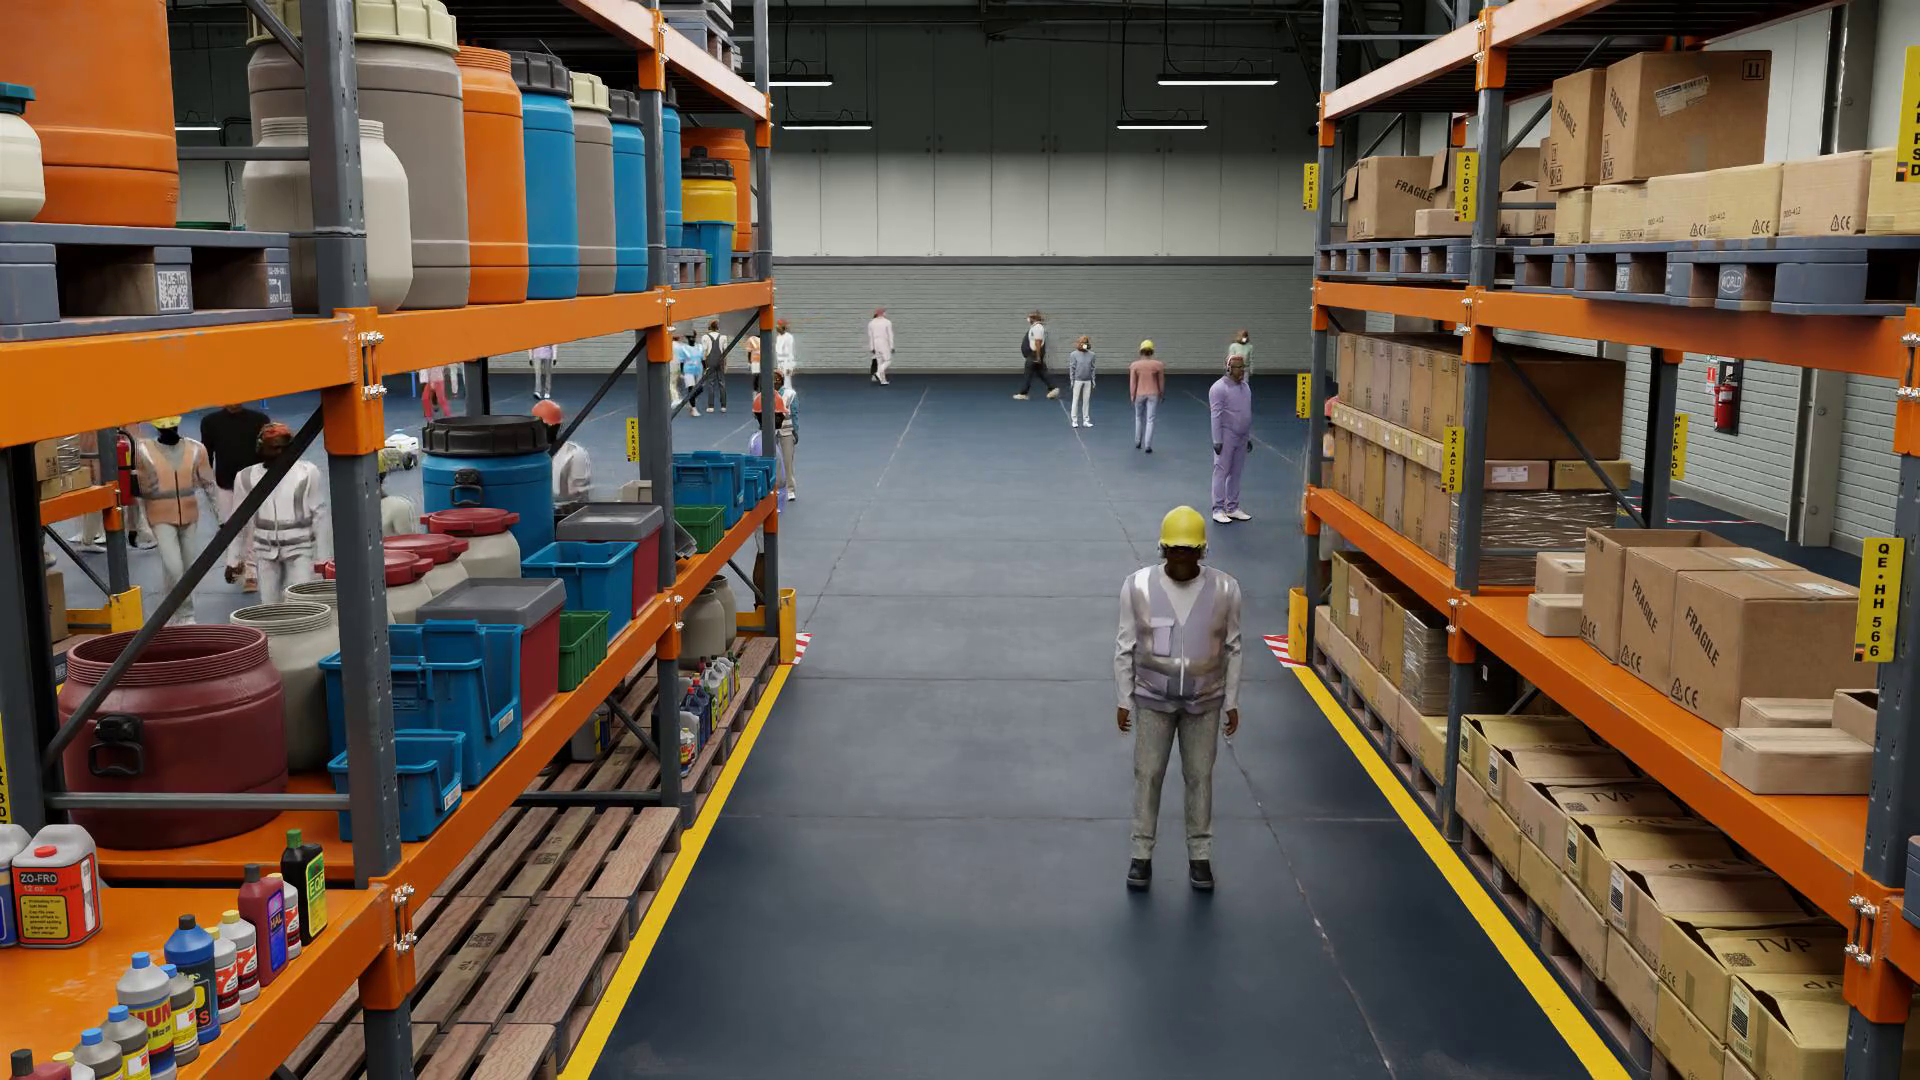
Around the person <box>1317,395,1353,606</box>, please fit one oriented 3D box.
[{"bbox_3d":[2.949,-0.187,13.148,0.519,1.916,0.552,1,9,3],"label":"person"}]

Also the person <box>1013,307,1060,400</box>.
[{"bbox_3d":[1.691,-4.055,36.062,0.966,2.000,0.690,1,10,5],"label":"person"}]

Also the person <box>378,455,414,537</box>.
[{"bbox_3d":[-3.890,0.270,10.992,0.545,1.720,0.902,4,10,22],"label":"person"}]

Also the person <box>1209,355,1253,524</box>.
[{"bbox_3d":[3.123,-1.160,18.992,0.640,1.910,0.407,-9,13,-43],"label":"person"}]

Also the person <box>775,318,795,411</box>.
[{"bbox_3d":[-3.420,-3.388,32.461,0.418,1.874,0.592,-6,11,-32],"label":"person"}]

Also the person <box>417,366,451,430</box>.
[{"bbox_3d":[-9.247,-2.764,29.061,0.703,1.739,0.556,-6,11,-30],"label":"person"}]

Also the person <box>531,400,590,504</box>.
[{"bbox_3d":[-3.127,-0.118,12.733,0.548,1.914,0.676,3,10,17],"label":"person"}]

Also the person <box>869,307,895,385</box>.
[{"bbox_3d":[-1.889,-4.651,39.933,0.661,1.892,0.607,7,12,35],"label":"person"}]

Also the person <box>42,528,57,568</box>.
[{"bbox_3d":[-8.995,-0.706,15.944,0.624,2.021,0.625,0,9,0],"label":"person"}]

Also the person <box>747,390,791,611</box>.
[{"bbox_3d":[-1.533,-0.240,13.387,0.359,1.939,0.543,-2,10,-9],"label":"person"}]

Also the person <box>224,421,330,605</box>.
[{"bbox_3d":[-4.689,0.125,11.401,0.657,1.873,0.516,-1,9,-3],"label":"person"}]

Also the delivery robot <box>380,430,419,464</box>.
[{"bbox_3d":[-8.100,-1.350,24.020,0.477,0.478,0.707,0,10,3],"label":"delivery robot"}]

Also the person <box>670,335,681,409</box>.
[{"bbox_3d":[-5.804,-3.467,33.724,0.341,1.605,0.540,3,10,17],"label":"person"}]

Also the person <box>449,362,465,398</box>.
[{"bbox_3d":[-11.000,-4.057,36.360,0.675,1.907,0.859,-4,10,-24],"label":"person"}]

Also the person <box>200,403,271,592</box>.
[{"bbox_3d":[-6.543,-0.545,15.109,0.623,1.975,0.692,-4,10,-21],"label":"person"}]

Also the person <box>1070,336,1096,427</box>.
[{"bbox_3d":[2.210,-2.853,29.954,0.497,1.633,0.285,-3,10,-20],"label":"person"}]

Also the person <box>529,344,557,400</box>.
[{"bbox_3d":[-8.999,-3.955,35.817,0.609,1.870,0.974,-1,10,-4],"label":"person"}]

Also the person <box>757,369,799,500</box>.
[{"bbox_3d":[-2.263,-1.311,20.731,0.519,1.633,0.311,0,9,-2],"label":"person"}]

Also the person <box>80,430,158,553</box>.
[{"bbox_3d":[-8.601,-0.663,16.964,0.847,1.591,0.514,-6,11,-32],"label":"person"}]

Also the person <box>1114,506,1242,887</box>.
[{"bbox_3d":[1.028,0.740,7.844,0.600,1.827,0.404,1,9,4],"label":"person"}]

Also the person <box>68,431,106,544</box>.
[{"bbox_3d":[-9.108,-0.907,17.503,0.663,1.898,0.467,6,11,31],"label":"person"}]

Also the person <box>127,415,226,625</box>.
[{"bbox_3d":[-6.127,-0.161,13.047,0.609,1.886,0.720,9,13,43],"label":"person"}]

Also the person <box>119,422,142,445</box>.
[{"bbox_3d":[-11.508,-1.796,22.851,0.636,1.899,0.402,4,10,20],"label":"person"}]

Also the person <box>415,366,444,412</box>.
[{"bbox_3d":[-10.250,-3.351,32.078,0.558,1.917,0.551,-3,10,-16],"label":"person"}]

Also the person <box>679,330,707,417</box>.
[{"bbox_3d":[-5.178,-3.224,32.038,0.571,1.671,0.591,-6,11,-33],"label":"person"}]

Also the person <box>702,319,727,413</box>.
[{"bbox_3d":[-4.848,-3.444,32.860,0.505,1.847,0.348,-3,10,-19],"label":"person"}]

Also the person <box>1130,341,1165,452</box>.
[{"bbox_3d":[2.945,-2.266,26.159,0.533,1.741,0.698,2,10,12],"label":"person"}]

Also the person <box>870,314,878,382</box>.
[{"bbox_3d":[-2.058,-4.770,41.271,0.323,1.689,0.530,3,10,17],"label":"person"}]

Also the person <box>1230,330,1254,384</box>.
[{"bbox_3d":[5.596,-3.384,33.140,0.518,1.617,0.545,-1,10,-7],"label":"person"}]

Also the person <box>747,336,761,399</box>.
[{"bbox_3d":[-4.218,-3.771,35.301,0.538,1.682,0.533,-4,10,-23],"label":"person"}]
